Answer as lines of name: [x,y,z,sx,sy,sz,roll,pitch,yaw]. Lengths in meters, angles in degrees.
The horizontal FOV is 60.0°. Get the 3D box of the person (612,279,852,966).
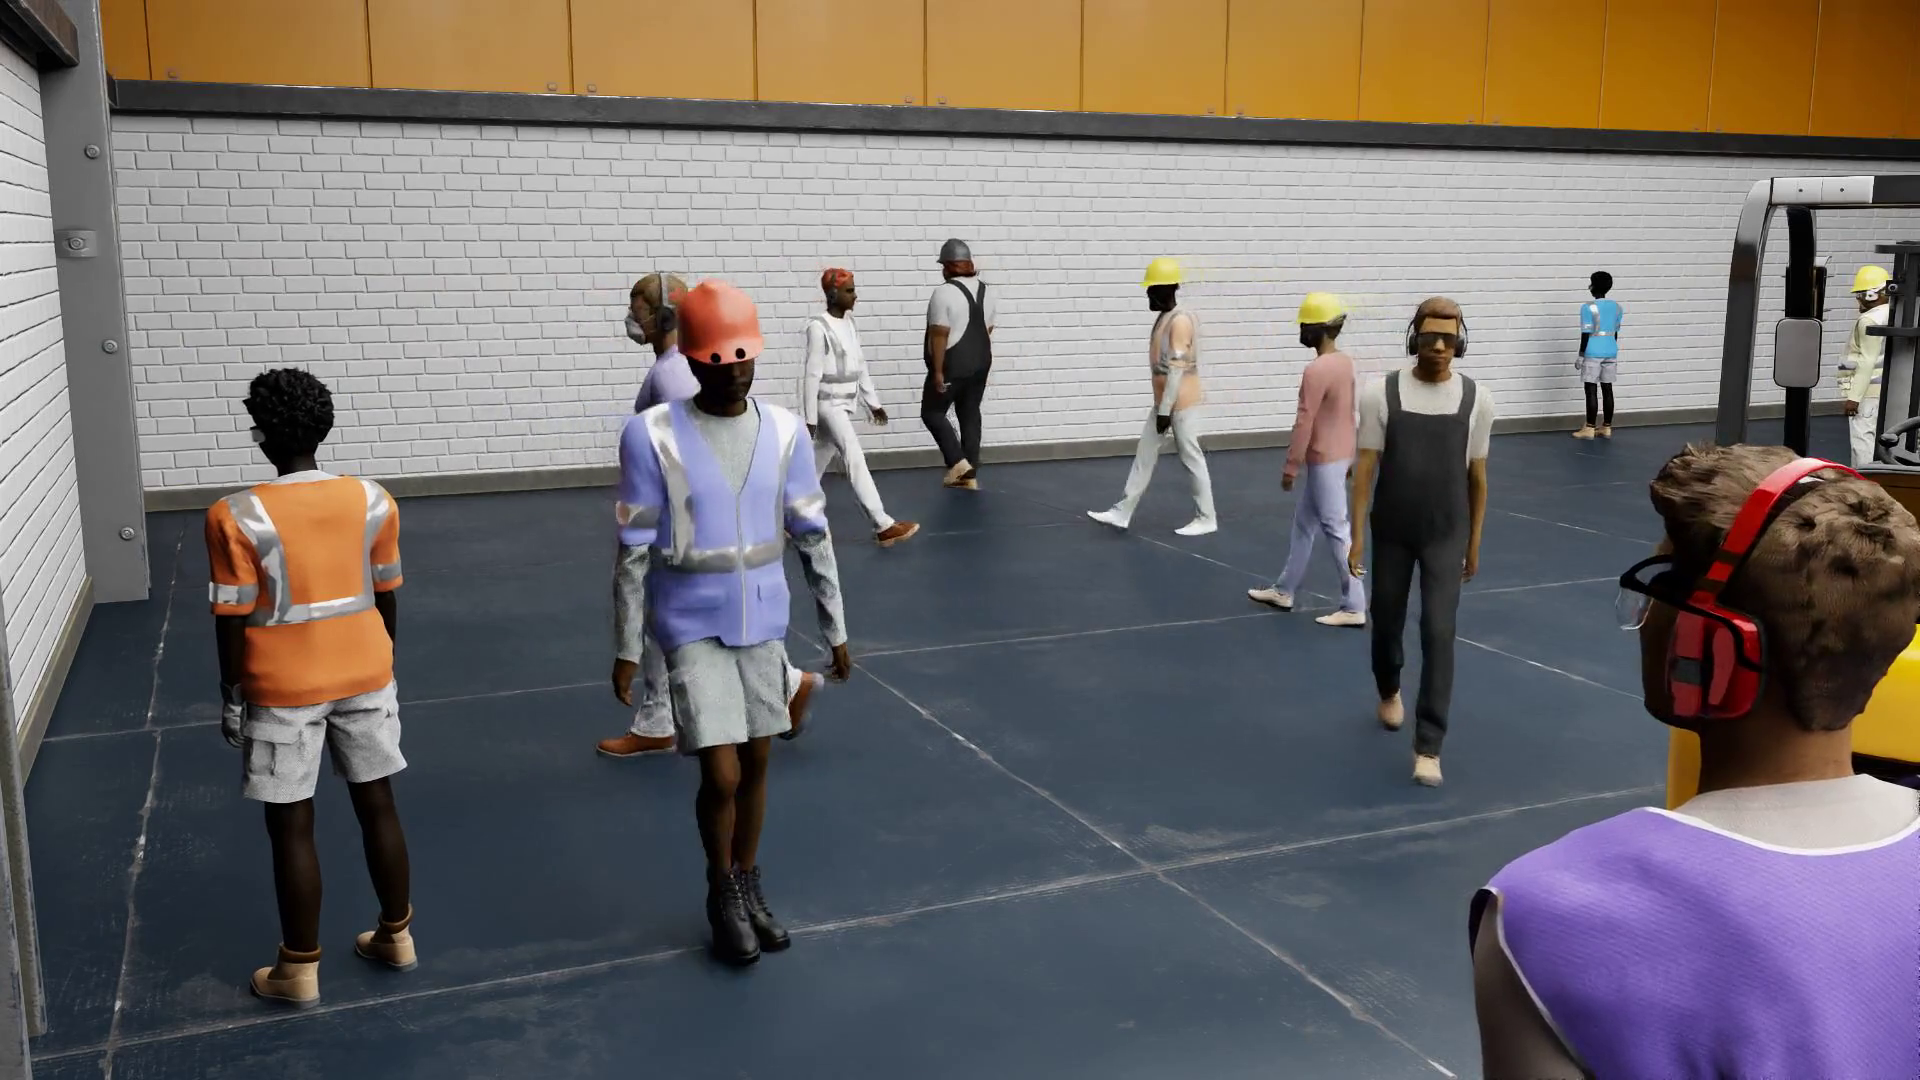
person: [-0.616,0.248,4.588,0.682,1.909,0.520,-6,12,-31]

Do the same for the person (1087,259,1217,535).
person: [1.343,-0.950,11.292,0.958,1.877,0.594,-2,10,-9]

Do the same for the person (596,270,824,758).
person: [-0.987,-0.078,6.419,0.812,1.915,0.628,-1,10,-8]

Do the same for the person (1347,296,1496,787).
person: [1.773,-0.037,6.439,0.519,1.819,0.835,2,11,13]

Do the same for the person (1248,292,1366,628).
person: [1.822,-0.420,8.754,0.818,1.735,0.561,6,12,30]

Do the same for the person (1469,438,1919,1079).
person: [0.697,0.837,1.514,0.569,1.849,0.385,-3,11,-16]

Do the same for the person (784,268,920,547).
person: [-0.768,-0.866,10.968,1.028,1.823,0.579,3,11,15]

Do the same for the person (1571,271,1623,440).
person: [6.430,-1.857,16.779,0.532,1.697,0.322,-5,11,-26]

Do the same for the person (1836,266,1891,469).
person: [6.669,-1.095,12.237,0.586,1.823,0.403,-10,14,-43]

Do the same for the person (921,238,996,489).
person: [-0.034,-1.408,13.360,0.695,2.000,0.537,-10,14,-42]

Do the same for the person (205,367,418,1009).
person: [-1.719,0.388,4.439,0.321,1.691,0.532,9,13,40]

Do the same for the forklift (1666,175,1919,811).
forklift: [2.810,0.094,4.662,1.214,2.155,2.313,7,12,34]
